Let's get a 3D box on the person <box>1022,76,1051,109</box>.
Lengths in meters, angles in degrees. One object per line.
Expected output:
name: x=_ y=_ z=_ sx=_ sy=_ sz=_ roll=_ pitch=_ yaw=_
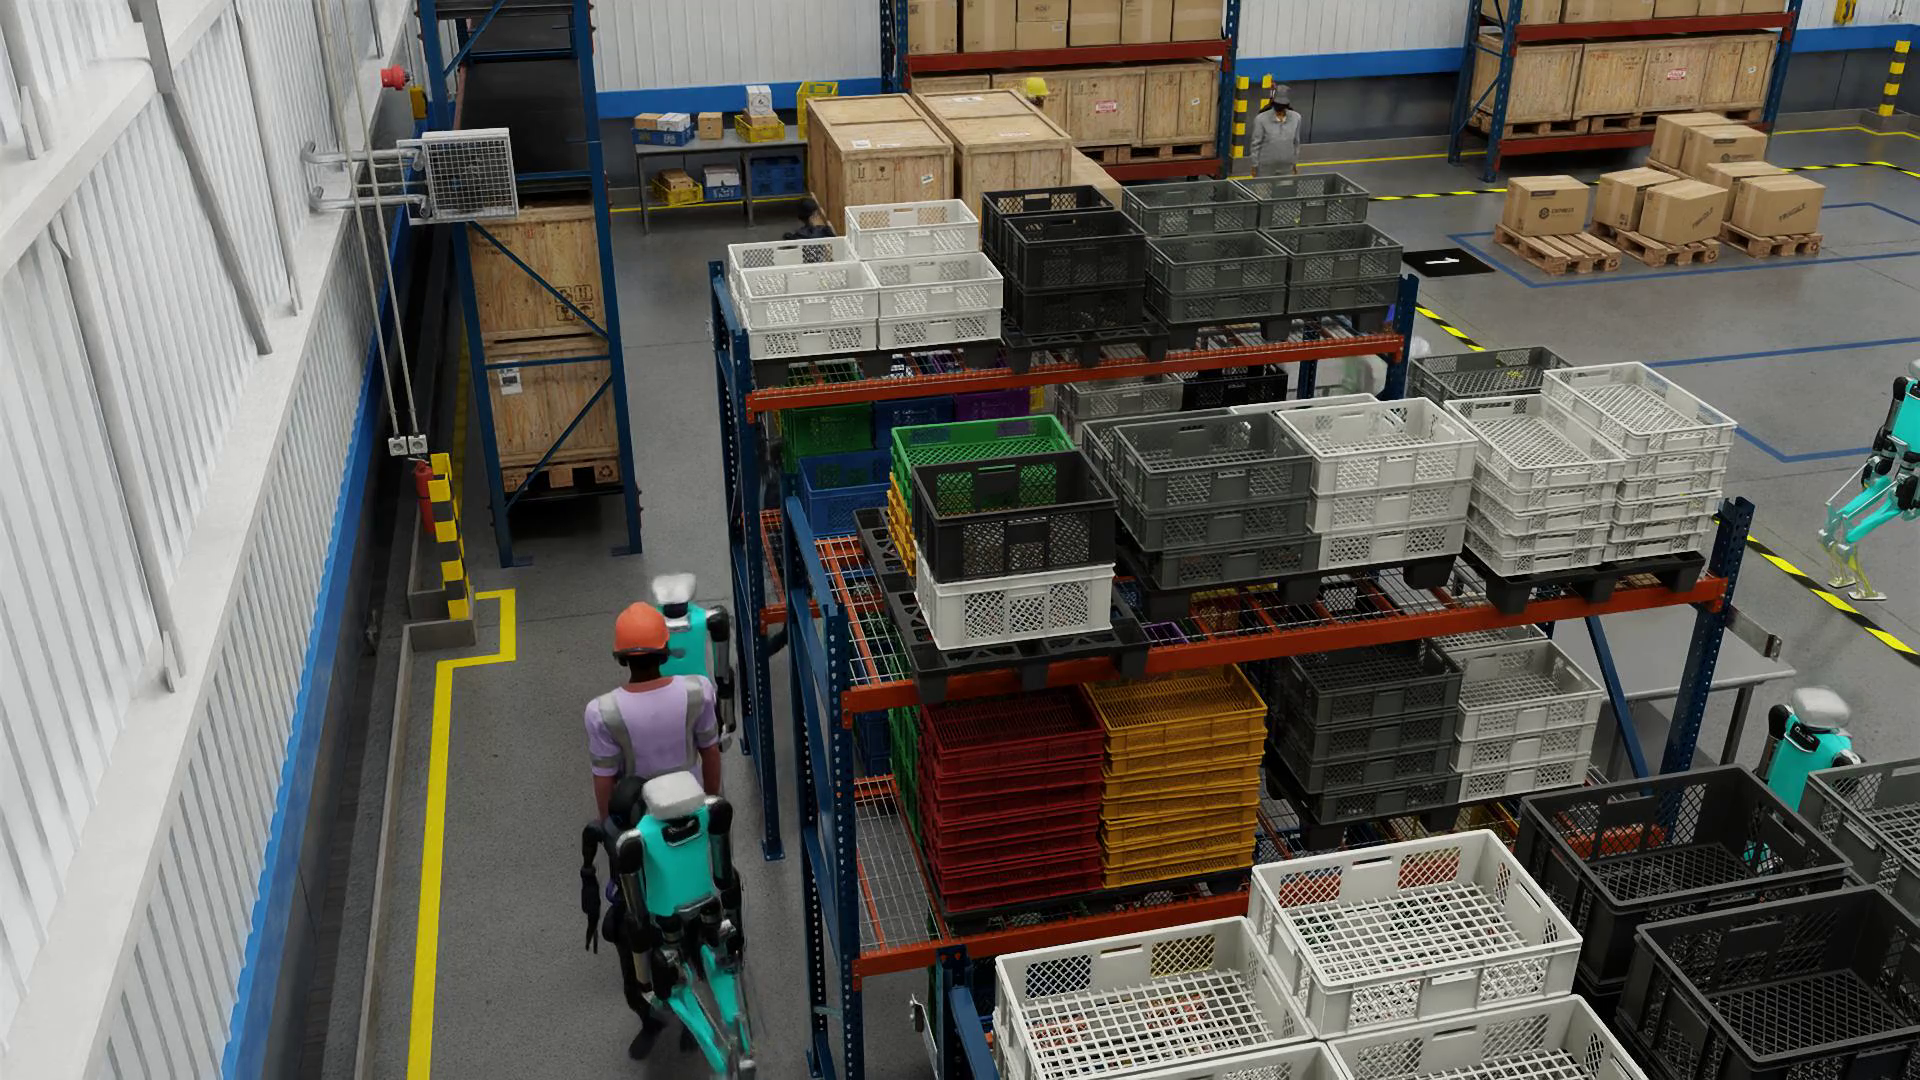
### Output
person: x=0.729 y=-4.219 z=18.391 sx=0.514 sy=1.810 sz=0.615 roll=-1 pitch=28 yaw=-1

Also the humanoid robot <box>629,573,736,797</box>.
humanoid robot: x=-1.457 y=0.903 z=8.786 sx=0.534 sy=1.823 sz=0.668 roll=-6 pitch=28 yaw=-10

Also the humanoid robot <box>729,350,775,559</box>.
humanoid robot: x=-1.480 y=-0.688 z=11.826 sx=0.315 sy=1.657 sz=0.599 roll=-6 pitch=28 yaw=-12

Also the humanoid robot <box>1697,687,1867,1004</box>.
humanoid robot: x=3.555 y=1.449 z=7.584 sx=0.735 sy=1.673 sz=0.533 roll=-6 pitch=28 yaw=-12

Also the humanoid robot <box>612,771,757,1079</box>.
humanoid robot: x=-1.031 y=1.886 z=6.981 sx=0.542 sy=1.881 sz=0.702 roll=-21 pitch=34 yaw=-34

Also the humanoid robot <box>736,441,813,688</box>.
humanoid robot: x=-1.121 y=0.136 z=10.307 sx=0.684 sy=1.637 sz=0.611 roll=-10 pitch=30 yaw=-19

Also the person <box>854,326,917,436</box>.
person: x=-0.485 y=-0.943 z=12.103 sx=0.574 sy=1.884 sz=0.356 roll=-9 pitch=29 yaw=-17

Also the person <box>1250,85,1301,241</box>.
person: x=3.441 y=-4.105 z=18.228 sx=0.568 sy=1.762 sz=0.405 roll=-6 pitch=28 yaw=-11

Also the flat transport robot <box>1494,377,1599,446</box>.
flat transport robot: x=4.780 y=-1.036 z=14.013 sx=0.659 sy=0.231 sz=1.431 roll=-6 pitch=28 yaw=-12

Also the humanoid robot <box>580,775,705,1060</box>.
humanoid robot: x=-1.381 y=1.678 z=7.383 sx=0.601 sy=1.650 sz=0.429 roll=7 pitch=29 yaw=12

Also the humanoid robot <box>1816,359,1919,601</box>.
humanoid robot: x=6.068 y=-0.382 z=11.051 sx=0.735 sy=1.677 sz=0.533 roll=-6 pitch=28 yaw=-12

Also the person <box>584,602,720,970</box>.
person: x=-1.425 y=1.215 z=7.843 sx=0.609 sy=2.040 sz=0.390 roll=-12 pitch=30 yaw=-22

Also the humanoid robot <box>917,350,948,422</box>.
humanoid robot: x=0.060 y=-0.518 z=11.444 sx=0.938 sy=1.735 sz=0.549 roll=-3 pitch=28 yaw=-6

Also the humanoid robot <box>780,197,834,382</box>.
humanoid robot: x=-1.360 y=-2.245 z=14.809 sx=0.601 sy=1.635 sz=0.624 roll=-16 pitch=32 yaw=-27

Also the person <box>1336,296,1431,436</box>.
person: x=3.027 y=-0.893 z=12.002 sx=0.649 sy=1.901 sz=0.854 roll=1 pitch=28 yaw=1
